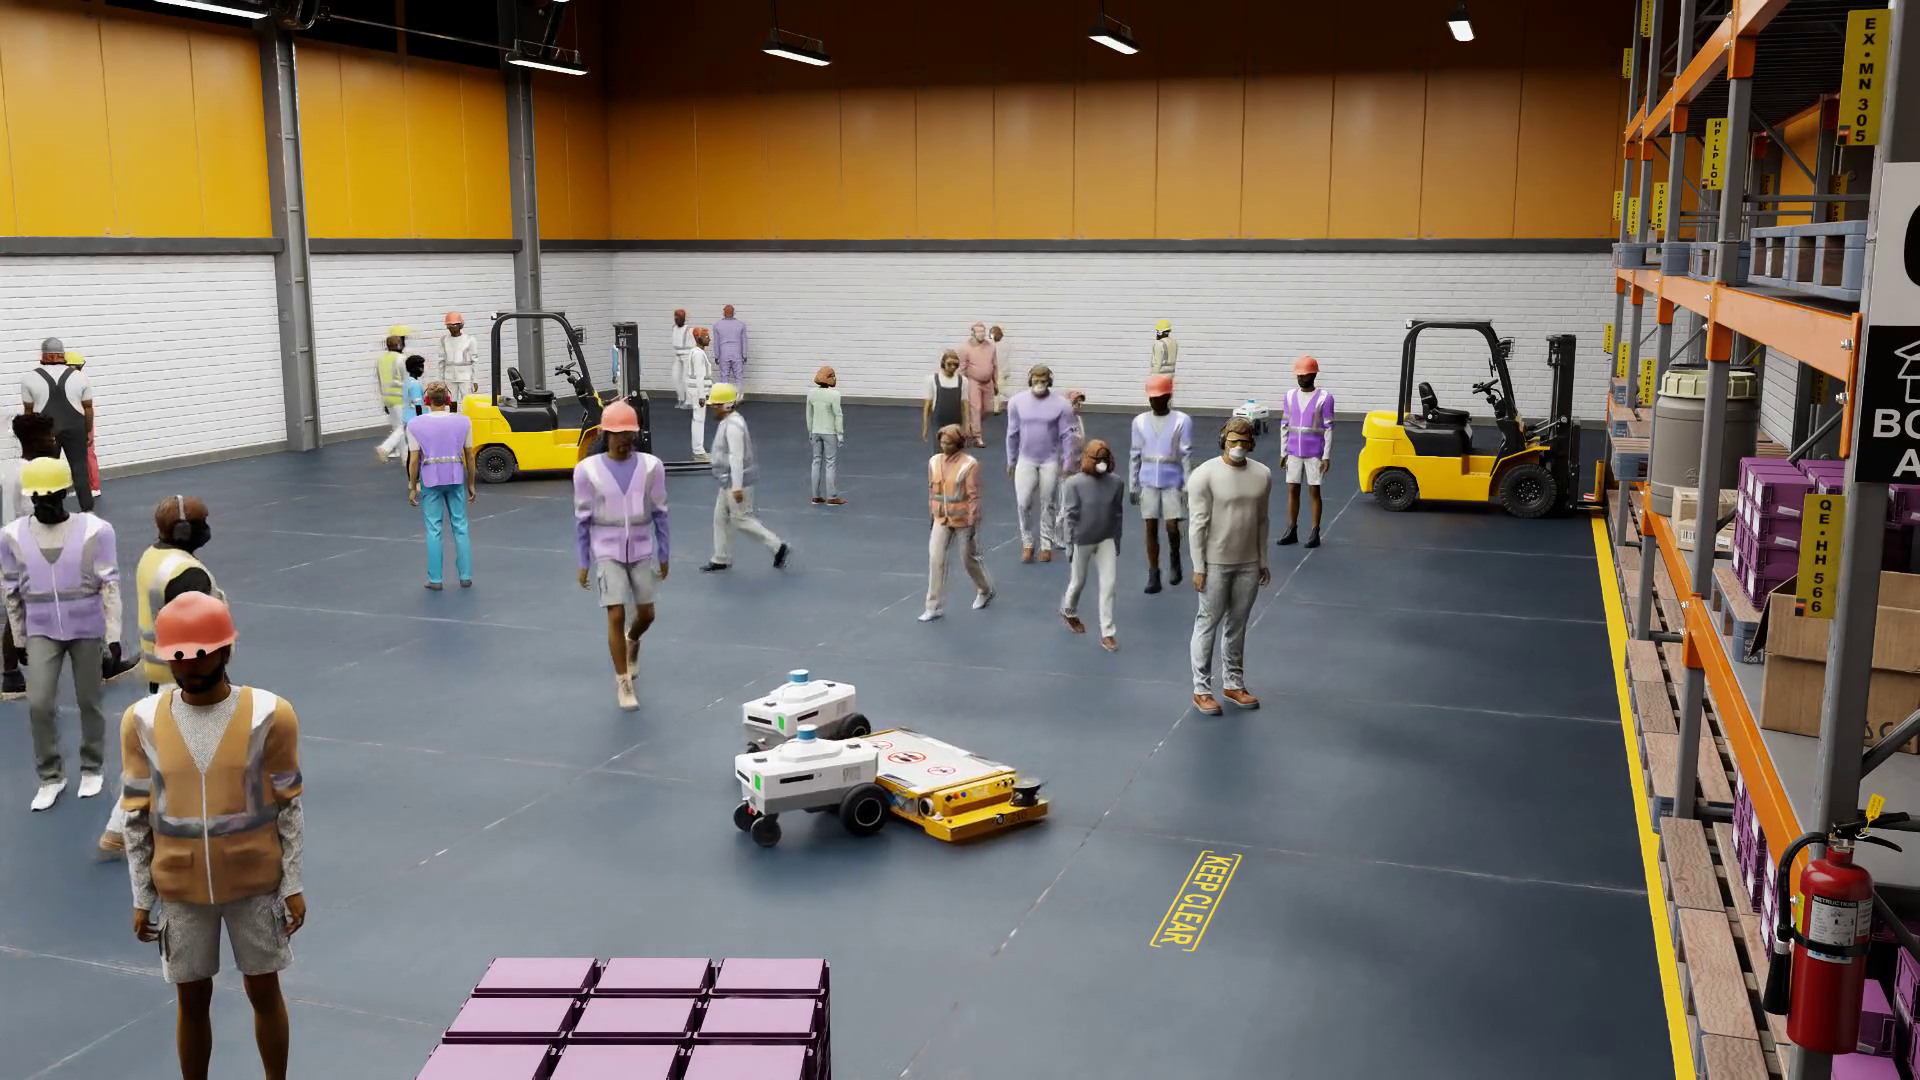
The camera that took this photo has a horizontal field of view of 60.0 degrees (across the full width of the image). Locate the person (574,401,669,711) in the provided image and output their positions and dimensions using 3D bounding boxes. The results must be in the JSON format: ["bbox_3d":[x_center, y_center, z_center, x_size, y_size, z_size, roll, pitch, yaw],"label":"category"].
[{"bbox_3d":[-2.247,0.074,11.058,0.627,2.024,0.792,-4,11,-24],"label":"person"}]

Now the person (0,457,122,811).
[{"bbox_3d":[-4.841,0.504,8.978,0.588,1.906,0.652,-3,11,-17],"label":"person"}]

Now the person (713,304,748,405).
[{"bbox_3d":[-4.346,-3.503,31.518,0.643,1.911,0.411,-2,10,-9],"label":"person"}]

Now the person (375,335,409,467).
[{"bbox_3d":[-7.691,-1.873,22.597,0.647,1.820,0.656,7,12,36],"label":"person"}]

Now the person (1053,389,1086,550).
[{"bbox_3d":[1.094,-0.680,16.395,0.367,1.621,0.603,5,11,25],"label":"person"}]

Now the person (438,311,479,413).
[{"bbox_3d":[-7.572,-2.427,25.082,0.612,2.041,0.394,1,10,5],"label":"person"}]

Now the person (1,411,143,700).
[{"bbox_3d":[-6.095,0.084,11.254,0.630,1.923,0.941,10,14,44],"label":"person"}]

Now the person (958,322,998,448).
[{"bbox_3d":[0.265,-2.347,25.062,0.657,1.885,0.594,-5,11,-28],"label":"person"}]

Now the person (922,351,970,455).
[{"bbox_3d":[-0.129,-1.292,19.371,0.537,1.799,0.910,-2,10,-14],"label":"person"}]

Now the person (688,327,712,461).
[{"bbox_3d":[-3.657,-2.060,23.468,0.360,1.882,0.575,-2,10,-10],"label":"person"}]

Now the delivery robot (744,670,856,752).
[{"bbox_3d":[-0.932,1.001,9.701,0.477,0.478,0.707,7,12,35],"label":"delivery robot"}]

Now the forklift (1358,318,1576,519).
[{"bbox_3d":[5.787,-1.437,19.079,2.313,2.155,1.214,3,11,19],"label":"forklift"}]

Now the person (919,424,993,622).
[{"bbox_3d":[-0.017,-0.171,13.609,0.524,1.601,0.820,7,12,34],"label":"person"}]

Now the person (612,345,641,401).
[{"bbox_3d":[-5.637,-2.765,28.123,0.523,1.639,0.306,-7,12,-35],"label":"person"}]

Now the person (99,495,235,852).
[{"bbox_3d":[-3.922,0.667,8.391,0.974,1.801,0.639,-7,12,-35],"label":"person"}]

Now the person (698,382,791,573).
[{"bbox_3d":[-2.004,-0.567,15.328,0.779,1.797,0.627,-2,10,-12],"label":"person"}]

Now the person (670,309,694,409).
[{"bbox_3d":[-5.108,-3.319,30.632,0.628,1.856,0.469,8,13,36],"label":"person"}]

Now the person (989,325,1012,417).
[{"bbox_3d":[0.732,-2.985,29.411,0.451,1.622,0.505,-6,12,-32],"label":"person"}]

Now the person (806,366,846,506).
[{"bbox_3d":[-1.569,-1.219,19.432,0.507,1.631,0.266,7,12,35],"label":"person"}]

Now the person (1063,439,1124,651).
[{"bbox_3d":[0.990,0.001,12.694,0.514,1.587,0.796,-3,10,-15],"label":"person"}]

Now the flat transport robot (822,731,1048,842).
[{"bbox_3d":[-0.233,1.298,9.092,0.652,0.197,1.431,-8,13,-37],"label":"flat transport robot"}]

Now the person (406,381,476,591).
[{"bbox_3d":[-4.548,-0.473,14.632,0.570,1.843,0.373,-6,12,-30],"label":"person"}]

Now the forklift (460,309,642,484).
[{"bbox_3d":[-5.354,-1.902,21.697,2.313,2.155,1.214,-2,10,-13],"label":"forklift"}]

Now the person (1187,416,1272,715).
[{"bbox_3d":[1.761,0.157,10.830,0.629,1.937,0.379,-5,11,-26],"label":"person"}]

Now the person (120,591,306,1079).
[{"bbox_3d":[-2.424,1.115,5.431,0.550,1.937,0.357,-3,10,-14],"label":"person"}]

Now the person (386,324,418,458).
[{"bbox_3d":[-7.989,-2.105,23.654,0.660,1.902,0.608,-5,11,-26],"label":"person"}]

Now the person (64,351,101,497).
[{"bbox_3d":[-10.583,-1.382,19.966,0.525,1.772,0.307,8,13,37],"label":"person"}]

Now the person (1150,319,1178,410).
[{"bbox_3d":[3.275,-2.647,26.912,0.403,1.834,0.587,8,13,37],"label":"person"}]

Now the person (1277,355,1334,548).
[{"bbox_3d":[3.460,-0.885,16.694,0.549,1.936,0.376,7,12,36],"label":"person"}]

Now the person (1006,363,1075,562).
[{"bbox_3d":[0.759,-0.716,15.809,0.664,1.915,0.615,2,10,8],"label":"person"}]

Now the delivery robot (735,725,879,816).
[{"bbox_3d":[-0.790,1.199,8.589,0.707,0.478,0.477,-5,11,-27],"label":"delivery robot"}]

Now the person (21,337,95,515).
[{"bbox_3d":[-9.937,-1.232,18.356,0.685,2.000,0.535,-6,12,-30],"label":"person"}]

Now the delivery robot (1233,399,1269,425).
[{"bbox_3d":[4.671,-2.022,26.702,0.477,0.478,0.707,7,11,35],"label":"delivery robot"}]

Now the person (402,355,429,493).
[{"bbox_3d":[-6.675,-1.424,20.421,0.319,1.692,0.533,-6,12,-31],"label":"person"}]

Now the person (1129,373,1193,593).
[{"bbox_3d":[1.753,-0.495,14.529,0.578,1.925,0.433,4,11,23],"label":"person"}]
